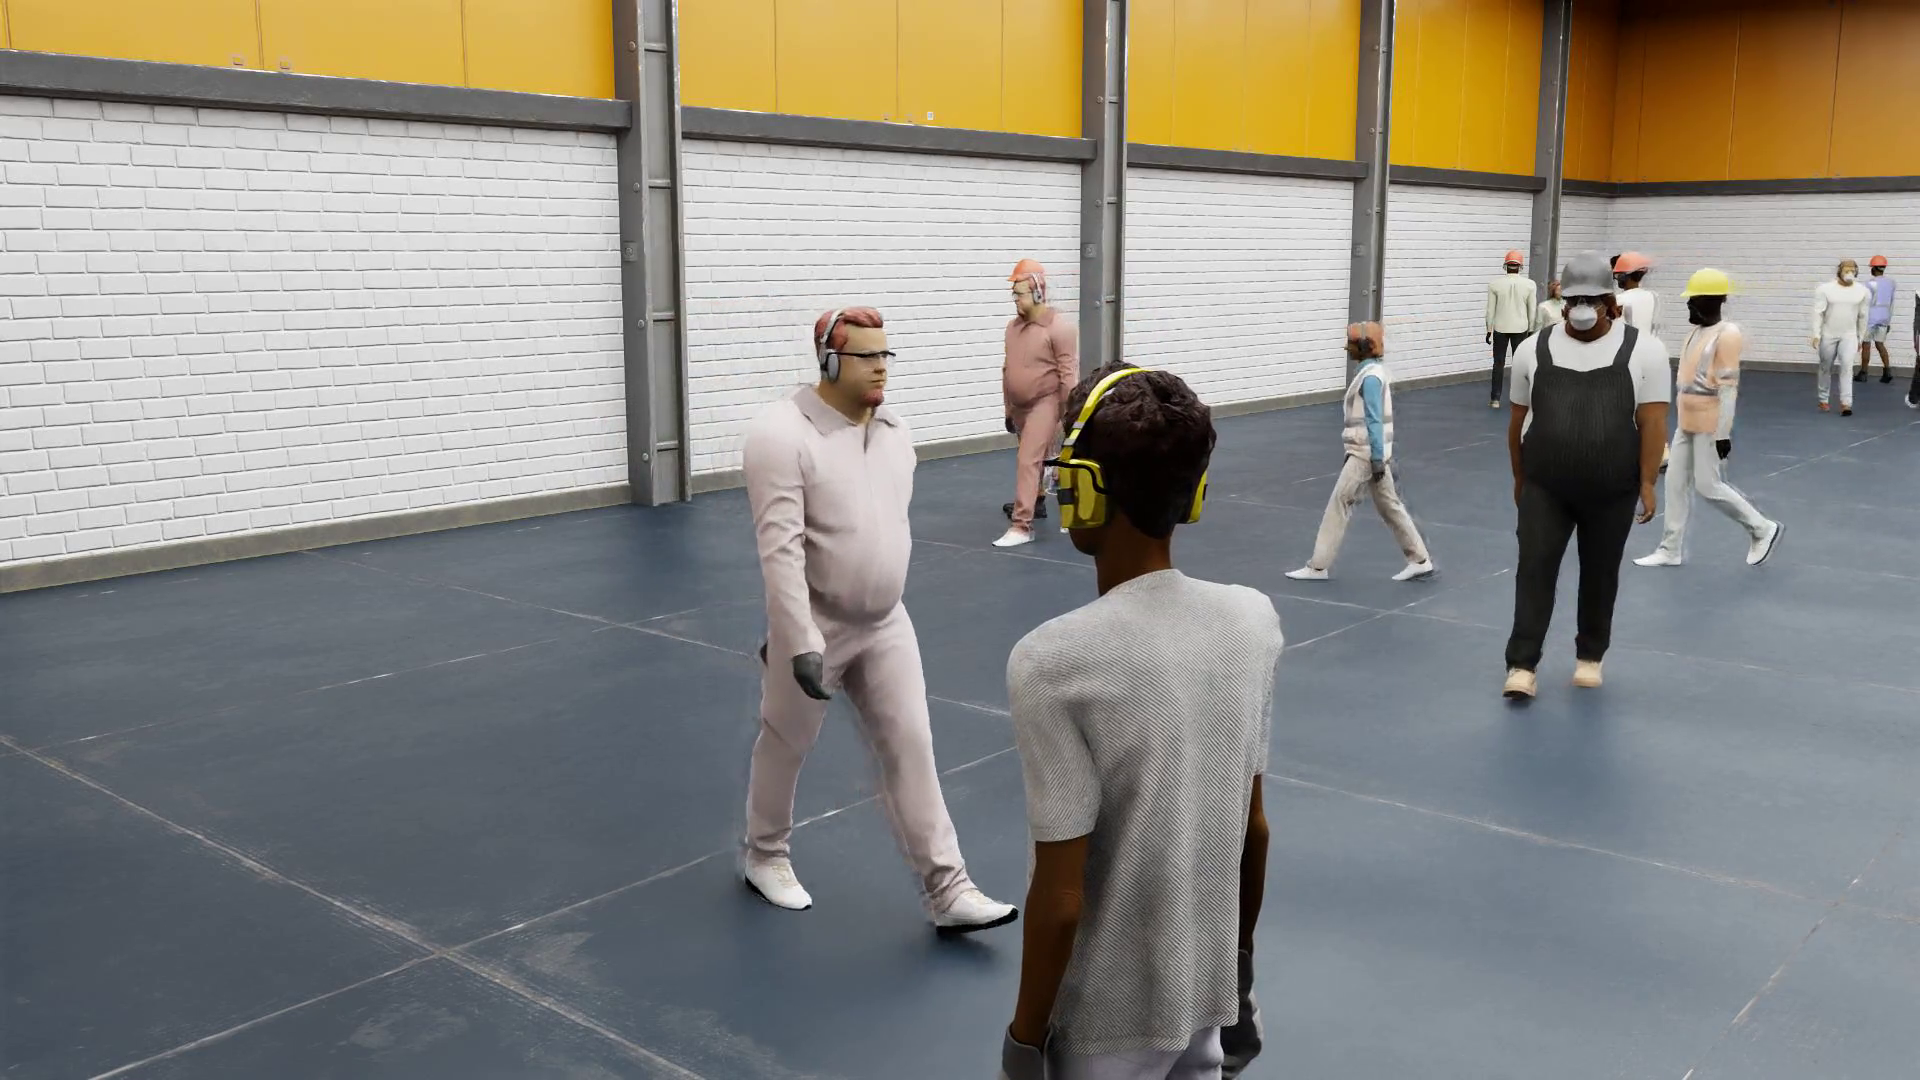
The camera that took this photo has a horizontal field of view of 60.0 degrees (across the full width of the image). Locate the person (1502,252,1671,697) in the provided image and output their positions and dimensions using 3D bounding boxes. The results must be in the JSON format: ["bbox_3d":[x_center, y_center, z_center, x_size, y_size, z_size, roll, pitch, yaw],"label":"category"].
[{"bbox_3d":[2.770,-0.289,7.427,0.692,2.000,0.942,4,11,24],"label":"person"}]

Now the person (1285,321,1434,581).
[{"bbox_3d":[2.476,-0.525,10.050,0.873,1.590,0.522,3,10,16],"label":"person"}]

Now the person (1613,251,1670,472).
[{"bbox_3d":[6.111,-1.615,15.122,0.621,2.006,1.033,-5,11,-25],"label":"person"}]

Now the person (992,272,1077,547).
[{"bbox_3d":[0.575,-0.920,11.539,0.952,1.869,0.640,-8,13,-37],"label":"person"}]

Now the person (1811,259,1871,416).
[{"bbox_3d":[10.726,-2.468,20.300,0.641,1.890,1.011,4,11,20],"label":"person"}]

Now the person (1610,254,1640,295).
[{"bbox_3d":[8.432,-2.678,21.313,0.631,1.944,0.634,-1,10,-8],"label":"person"}]

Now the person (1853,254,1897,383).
[{"bbox_3d":[13.797,-3.326,25.074,0.551,1.947,0.474,-2,10,-12],"label":"person"}]

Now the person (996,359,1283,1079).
[{"bbox_3d":[0.239,0.682,2.384,0.533,1.869,0.311,-9,13,-41],"label":"person"}]

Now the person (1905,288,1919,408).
[{"bbox_3d":[12.137,-2.537,20.677,0.588,1.874,0.990,3,10,18],"label":"person"}]

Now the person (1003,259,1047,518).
[{"bbox_3d":[0.507,-1.127,12.483,0.355,1.940,0.545,-1,10,-3],"label":"person"}]

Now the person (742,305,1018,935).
[{"bbox_3d":[-0.313,0.253,4.882,0.646,1.854,1.004,-9,14,-42],"label":"person"}]

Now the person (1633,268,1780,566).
[{"bbox_3d":[4.742,-0.750,10.453,0.781,1.905,0.590,0,10,0],"label":"person"}]

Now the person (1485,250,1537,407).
[{"bbox_3d":[6.989,-2.673,21.130,0.612,1.995,0.382,2,10,13],"label":"person"}]

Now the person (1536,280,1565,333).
[{"bbox_3d":[7.501,-2.459,20.956,0.528,1.623,0.458,1,10,5],"label":"person"}]
